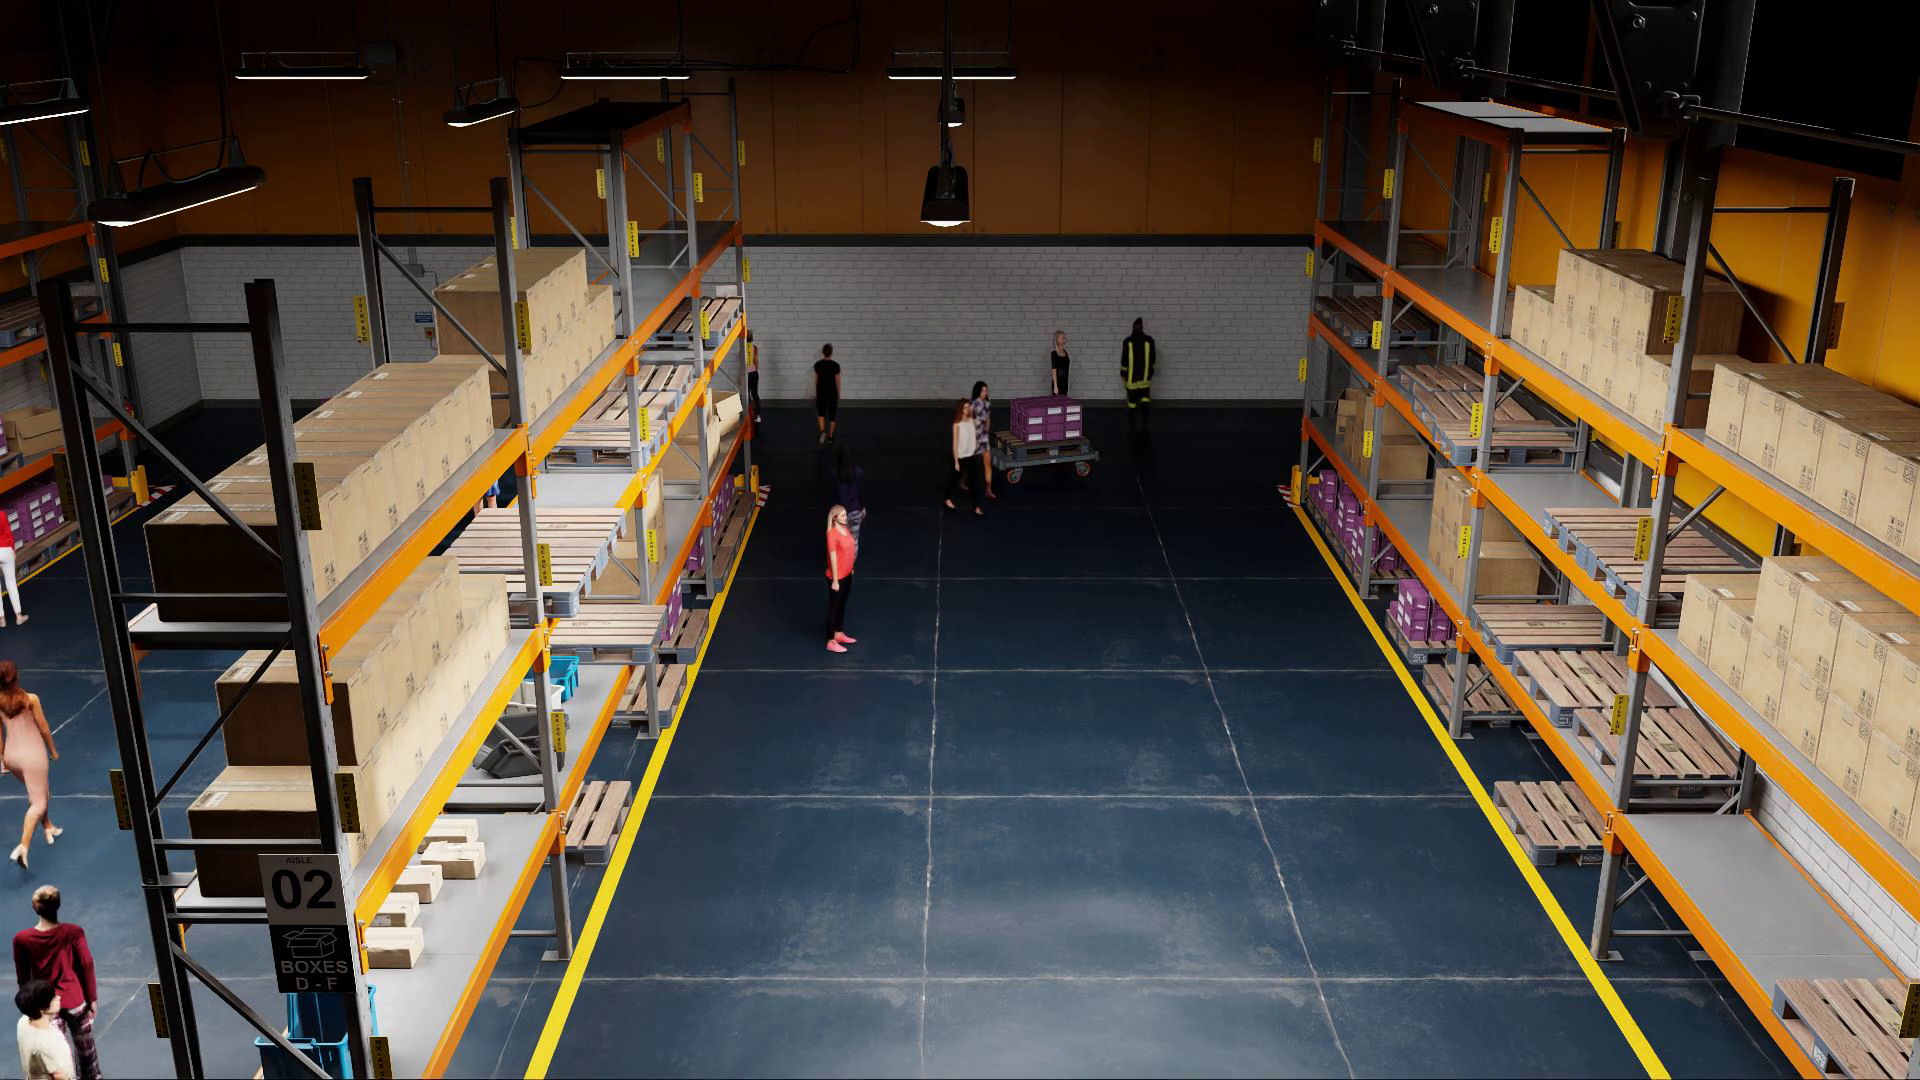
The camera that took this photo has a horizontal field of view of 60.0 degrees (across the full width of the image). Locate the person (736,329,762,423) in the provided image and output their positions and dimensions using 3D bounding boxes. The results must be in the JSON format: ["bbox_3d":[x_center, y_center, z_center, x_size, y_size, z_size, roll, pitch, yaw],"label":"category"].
[{"bbox_3d":[-3.588,-2.805,28.464,0.771,1.646,0.691,17,25,41],"label":"person"}]

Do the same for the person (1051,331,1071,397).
[{"bbox_3d":[1.632,-2.541,27.394,0.714,1.830,0.599,10,21,28],"label":"person"}]

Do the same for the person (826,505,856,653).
[{"bbox_3d":[-1.378,0.413,18.836,0.714,1.694,0.565,6,19,16],"label":"person"}]

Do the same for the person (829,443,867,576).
[{"bbox_3d":[-1.402,-0.362,21.084,0.658,1.727,0.669,-3,19,-9],"label":"person"}]

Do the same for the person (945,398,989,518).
[{"bbox_3d":[-0.014,-1.157,23.527,1.047,1.675,1.170,-15,23,-37],"label":"person"}]

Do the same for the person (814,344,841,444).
[{"bbox_3d":[-2.180,-2.363,27.131,0.597,1.660,0.842,0,19,-1],"label":"person"}]

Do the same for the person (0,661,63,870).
[{"bbox_3d":[-7.981,1.925,14.171,0.563,1.805,1.092,0,19,0],"label":"person"}]

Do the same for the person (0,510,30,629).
[{"bbox_3d":[-11.276,0.196,19.481,0.629,1.693,0.654,-8,20,-21],"label":"person"}]

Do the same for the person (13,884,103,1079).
[{"bbox_3d":[-5.947,3.084,10.958,0.900,1.658,1.124,-8,20,-23],"label":"person"}]

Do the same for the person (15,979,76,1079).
[{"bbox_3d":[-5.567,3.405,10.129,0.766,1.580,0.694,-17,25,-41],"label":"person"}]

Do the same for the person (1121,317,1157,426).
[{"bbox_3d":[3.051,-2.860,28.325,0.738,1.840,0.950,-1,19,-2],"label":"person"}]

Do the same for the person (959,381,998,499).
[{"bbox_3d":[0.205,-1.479,24.453,0.976,1.695,1.172,-11,22,-30],"label":"person"}]
